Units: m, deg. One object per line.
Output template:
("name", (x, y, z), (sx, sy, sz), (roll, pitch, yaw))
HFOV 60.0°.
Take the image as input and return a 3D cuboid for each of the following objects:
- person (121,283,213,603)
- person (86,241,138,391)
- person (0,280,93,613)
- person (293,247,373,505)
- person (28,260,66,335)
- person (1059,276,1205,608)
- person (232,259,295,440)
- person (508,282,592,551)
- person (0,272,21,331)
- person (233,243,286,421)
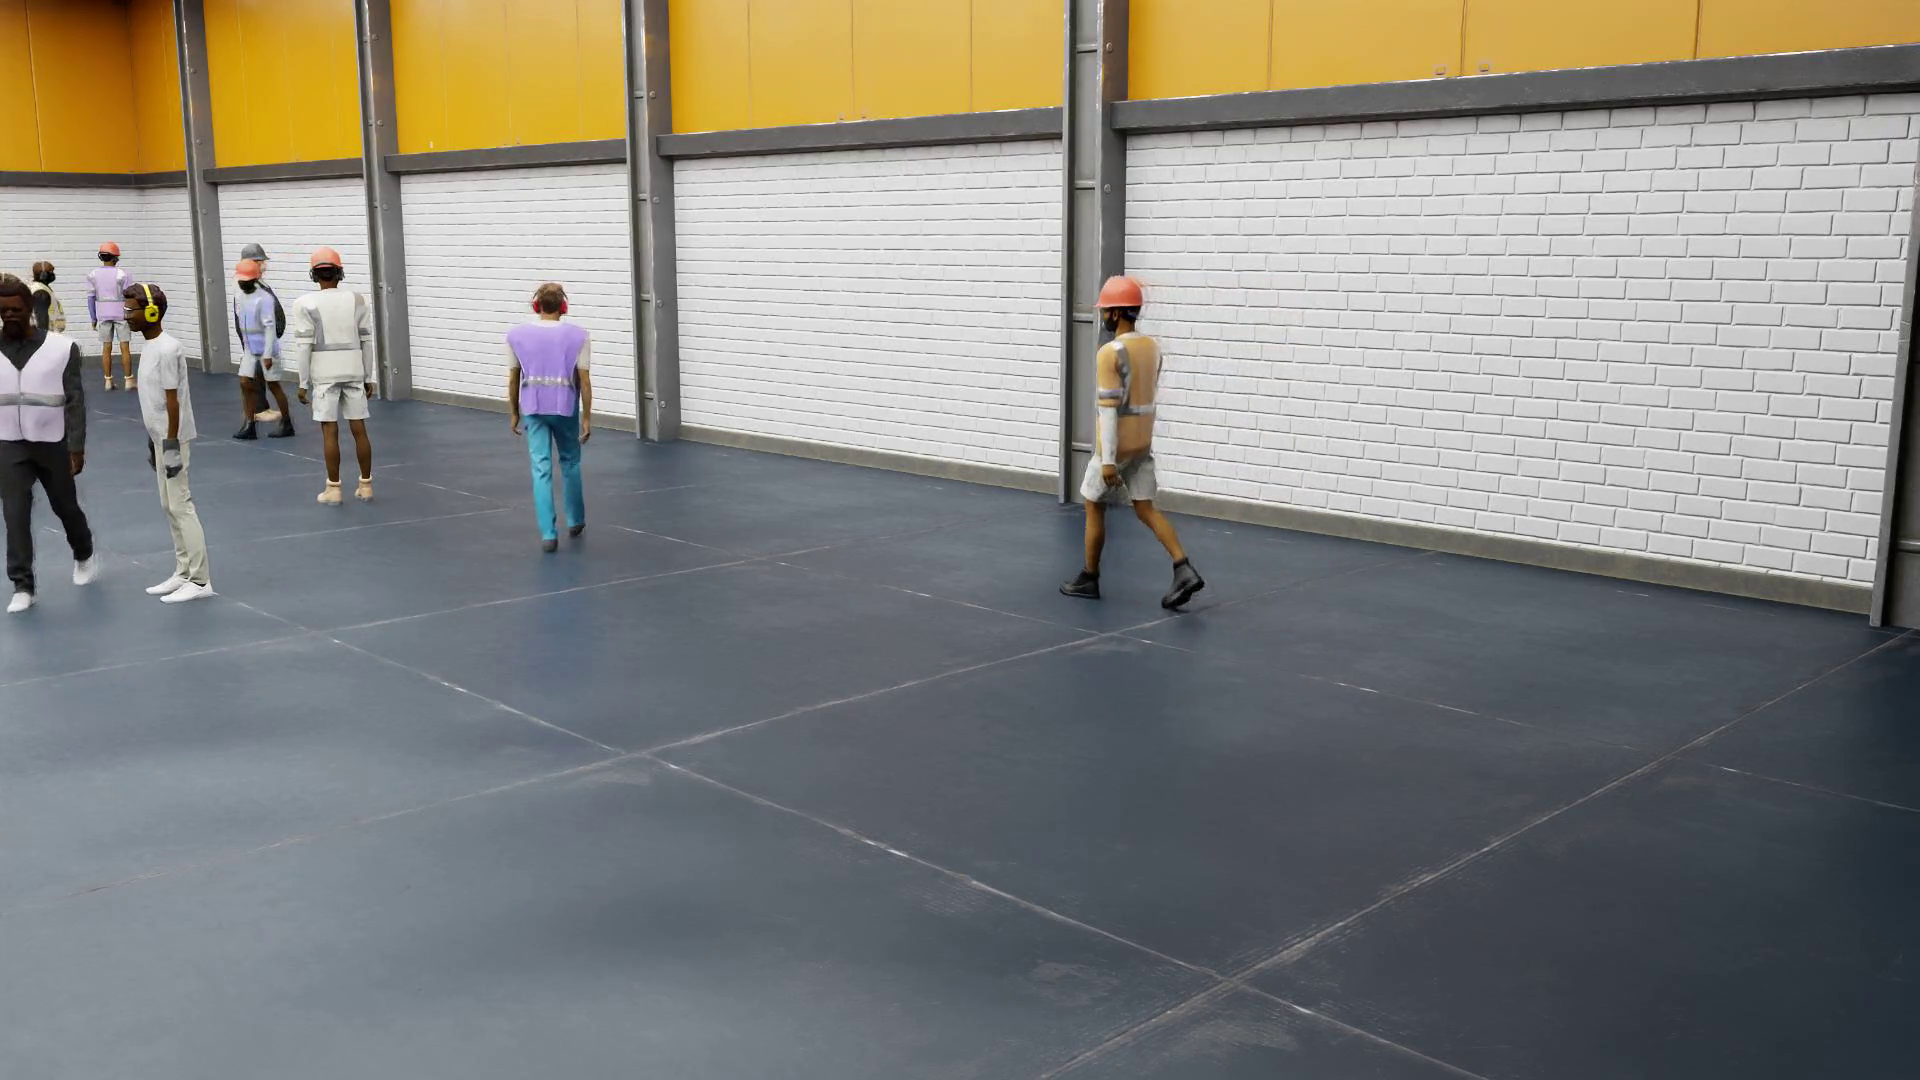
("person", (-4.652, -0.564, 9.737), (0.327, 1.861, 0.506), (-8, 13, -37))
("person", (-11.659, -3.080, 22.930), (0.616, 2.041, 0.379), (-1, 10, -7))
("person", (-5.408, -0.578, 9.754), (0.602, 1.891, 0.885), (-3, 11, -16))
("person", (-4.964, -1.294, 13.210), (0.606, 2.039, 0.395), (-8, 13, -39))
("person", (-11.404, -2.551, 20.648), (0.664, 1.825, 0.642), (-6, 12, -31))
("person", (0.989, -0.553, 9.524), (0.927, 1.908, 0.549), (10, 14, 44))
("person", (-7.304, -1.974, 17.310), (0.561, 1.883, 0.831), (5, 11, 24))
("person", (-2.818, -0.867, 11.501), (0.589, 1.799, 0.929), (-2, 11, -8))
("person", (-7.893, -1.285, 13.743), (0.450, 1.830, 0.501), (-2, 11, -11))
("person", (-8.093, -2.408, 19.274), (0.536, 2.000, 0.672), (-2, 11, -12))
